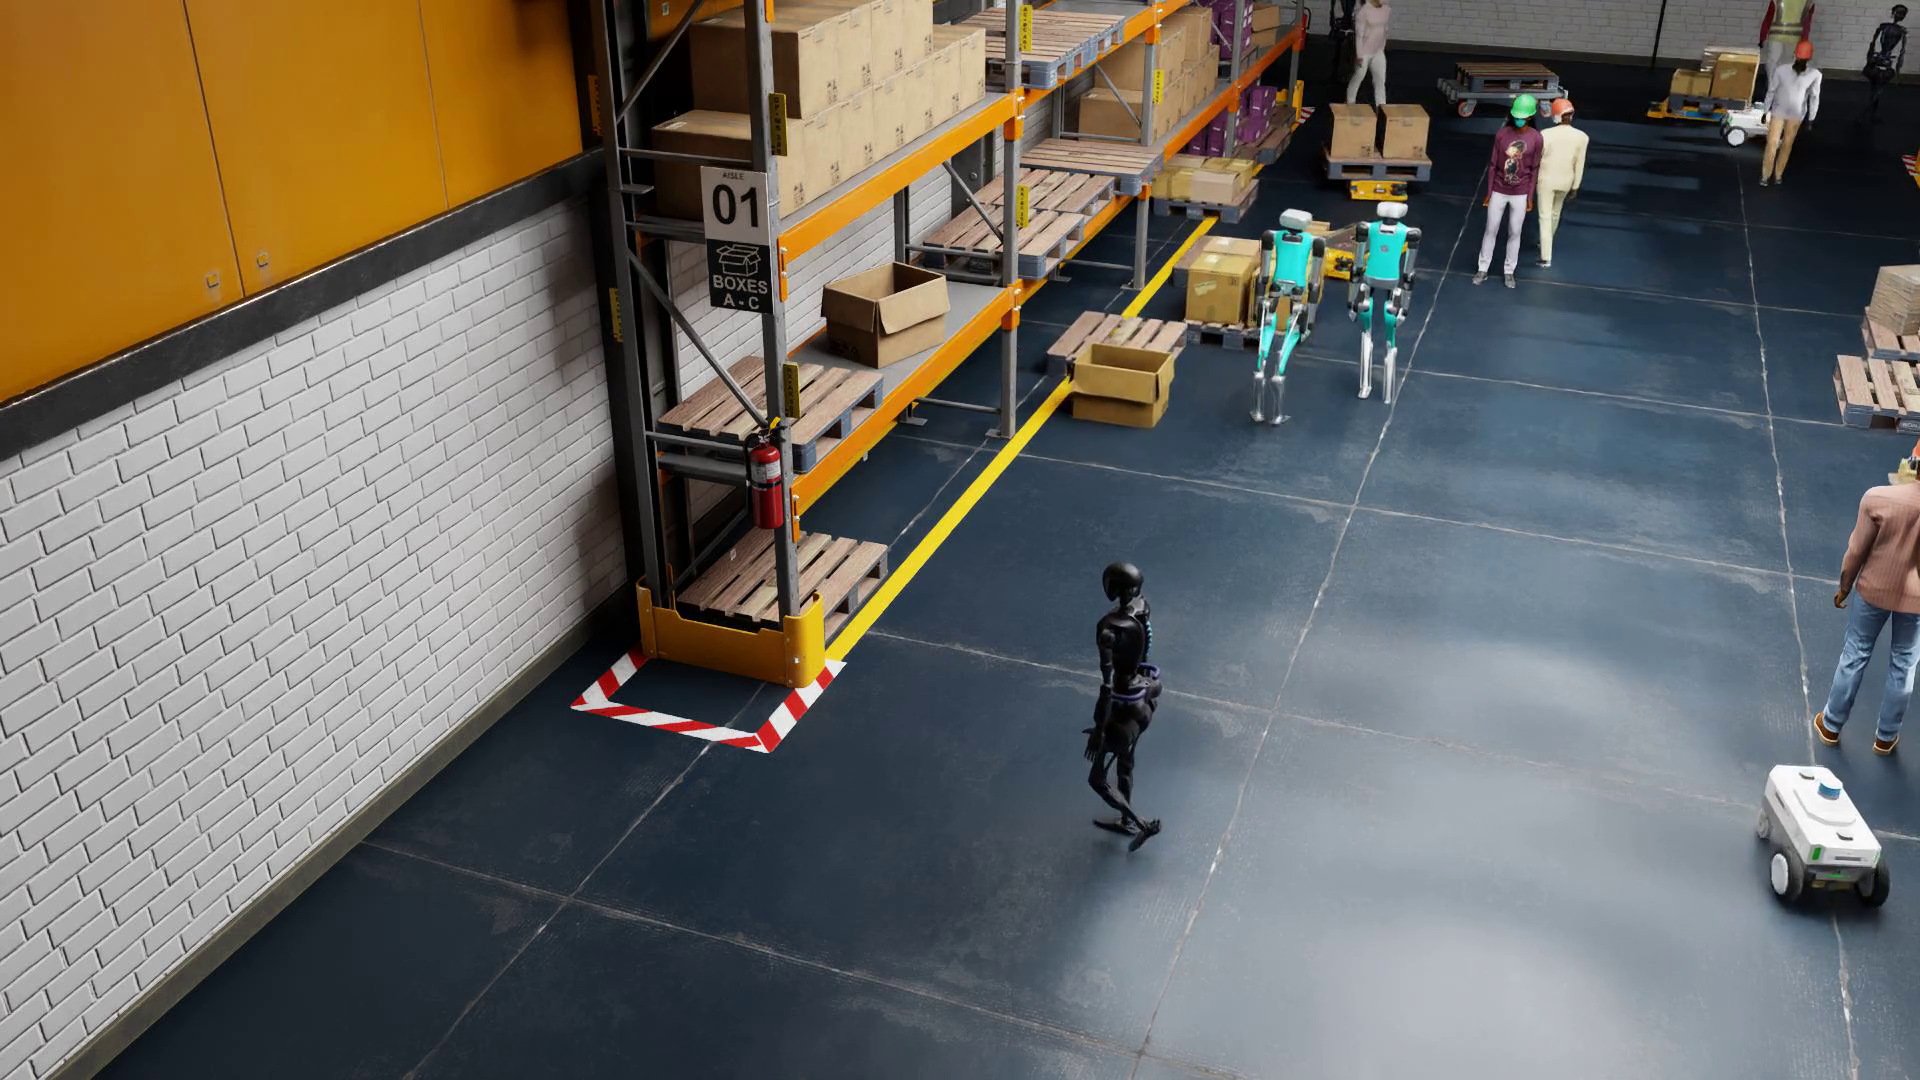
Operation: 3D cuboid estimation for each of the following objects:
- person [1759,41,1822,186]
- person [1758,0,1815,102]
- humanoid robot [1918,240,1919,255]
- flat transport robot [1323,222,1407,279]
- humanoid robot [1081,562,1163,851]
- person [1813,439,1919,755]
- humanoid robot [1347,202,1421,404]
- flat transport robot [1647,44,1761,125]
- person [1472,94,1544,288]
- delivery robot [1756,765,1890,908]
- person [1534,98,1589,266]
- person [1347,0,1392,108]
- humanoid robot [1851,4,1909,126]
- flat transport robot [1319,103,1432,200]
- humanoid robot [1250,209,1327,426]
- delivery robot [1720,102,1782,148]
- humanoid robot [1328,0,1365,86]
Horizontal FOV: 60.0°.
[{"bbox_3d":[10.037,-5.142,20.131,0.596,1.720,0.760,11,29,21],"label":"person"},{"bbox_3d":[11.985,-7.281,24.188,0.640,1.817,0.826,6,28,12],"label":"person"},{"bbox_3d":[9.238,-2.838,15.510,0.533,1.674,0.735,12,30,23],"label":"humanoid robot"},{"bbox_3d":[4.198,-3.092,17.747,0.659,0.231,1.431,21,34,35],"label":"flat transport robot"},{"bbox_3d":[0.909,0.859,8.545,0.438,1.641,0.609,14,30,25],"label":"humanoid robot"},{"bbox_3d":[5.240,0.294,9.300,0.618,1.994,0.378,11,29,21],"label":"person"},{"bbox_3d":[3.572,-2.011,14.087,0.539,1.834,0.661,10,29,19],"label":"humanoid robot"},{"bbox_3d":[10.524,-6.060,23.506,1.431,0.231,0.659,13,30,24],"label":"flat transport robot"},{"bbox_3d":[5.545,-3.519,16.752,0.488,1.944,0.432,10,29,19],"label":"person"},{"bbox_3d":[4.409,1.492,8.538,0.499,0.589,0.790,2,27,4],"label":"delivery robot"},{"bbox_3d":[6.250,-3.790,17.542,0.549,1.690,0.866,-2,27,-4],"label":"person"},{"bbox_3d":[5.707,-6.666,22.900,0.651,1.892,0.970,-13,30,-23],"label":"person"},{"bbox_3d":[12.729,-6.553,22.985,0.634,1.645,0.608,-10,29,-19],"label":"humanoid robot"},{"bbox_3d":[5.034,-4.425,20.333,0.659,0.231,1.431,2,27,4],"label":"flat transport robot"},{"bbox_3d":[2.593,-1.769,13.511,0.531,1.728,0.726,11,29,21],"label":"humanoid robot"},{"bbox_3d":[10.545,-5.520,22.165,0.789,0.612,0.499,7,28,12],"label":"delivery robot"},{"bbox_3d":[5.915,-7.792,25.344,0.599,1.636,0.630,16,31,28],"label":"humanoid robot"}]
